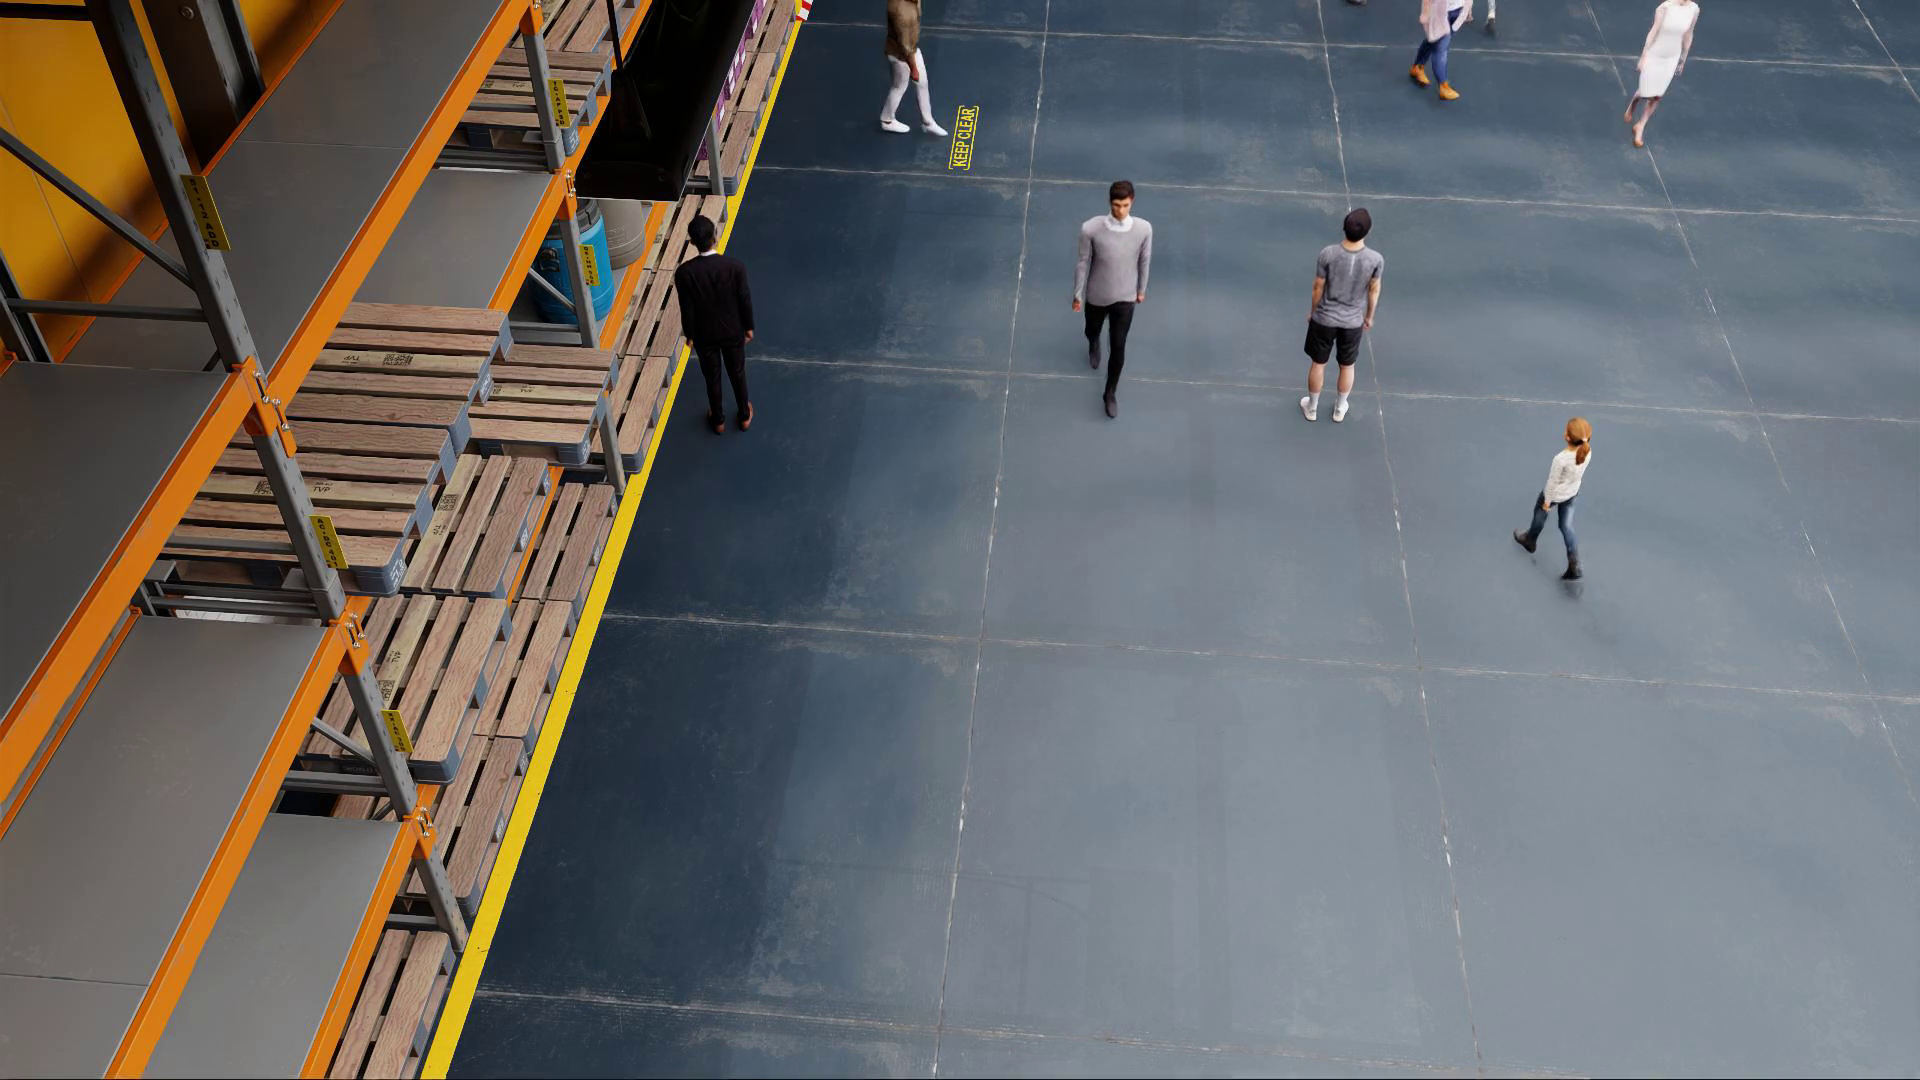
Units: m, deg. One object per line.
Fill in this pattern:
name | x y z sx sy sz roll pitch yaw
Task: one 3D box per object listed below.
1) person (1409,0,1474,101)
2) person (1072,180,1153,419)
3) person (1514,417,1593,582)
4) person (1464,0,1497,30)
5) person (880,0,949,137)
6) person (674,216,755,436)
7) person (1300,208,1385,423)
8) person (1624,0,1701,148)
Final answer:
person | 4.763 -5.313 16.581 1.051 1.713 1.155 -24 48 -23
person | 1.162 -1.985 12.932 0.761 1.927 1.159 1 44 1
person | 4.236 -0.275 11.596 0.697 1.295 0.964 -13 45 -13
person | 5.621 -6.090 17.701 0.699 1.294 0.873 -11 45 -12
person | -0.578 -4.648 15.838 0.983 1.775 0.962 6 44 7
person | -1.833 -1.596 12.557 0.759 1.882 0.672 -8 44 -9
person | 2.890 -1.696 12.670 0.659 1.871 0.562 6 44 6
person | 6.613 -4.580 15.762 0.627 1.781 0.750 -1 44 -1
